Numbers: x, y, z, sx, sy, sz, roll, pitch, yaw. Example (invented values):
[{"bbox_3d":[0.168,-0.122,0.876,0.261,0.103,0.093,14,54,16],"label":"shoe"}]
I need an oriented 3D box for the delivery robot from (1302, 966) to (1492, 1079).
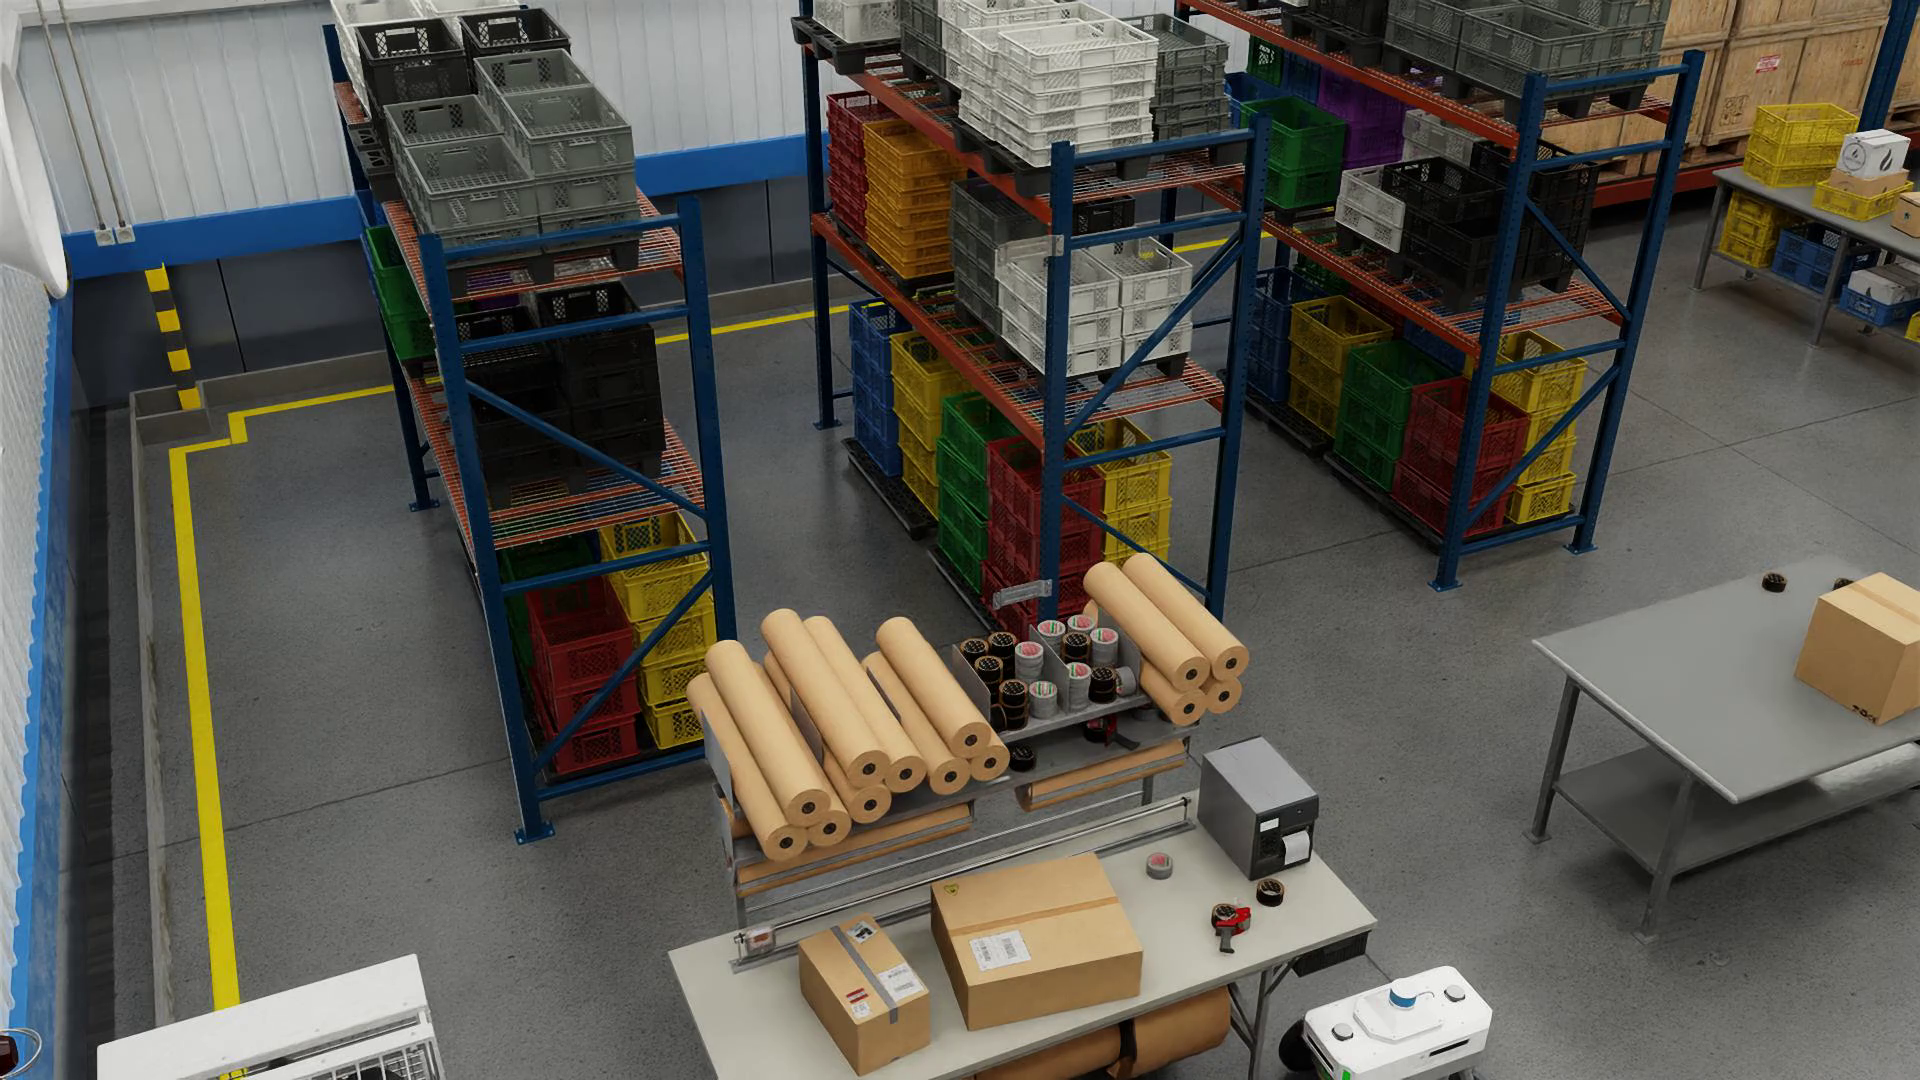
[{"bbox_3d":[1.700,1.915,6.480,0.707,0.478,0.477,-12,34,-19],"label":"delivery robot"}]

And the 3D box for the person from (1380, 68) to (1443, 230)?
[{"bbox_3d":[3.667,-3.390,13.881,0.368,1.933,0.626,-24,39,-34],"label":"person"}]
